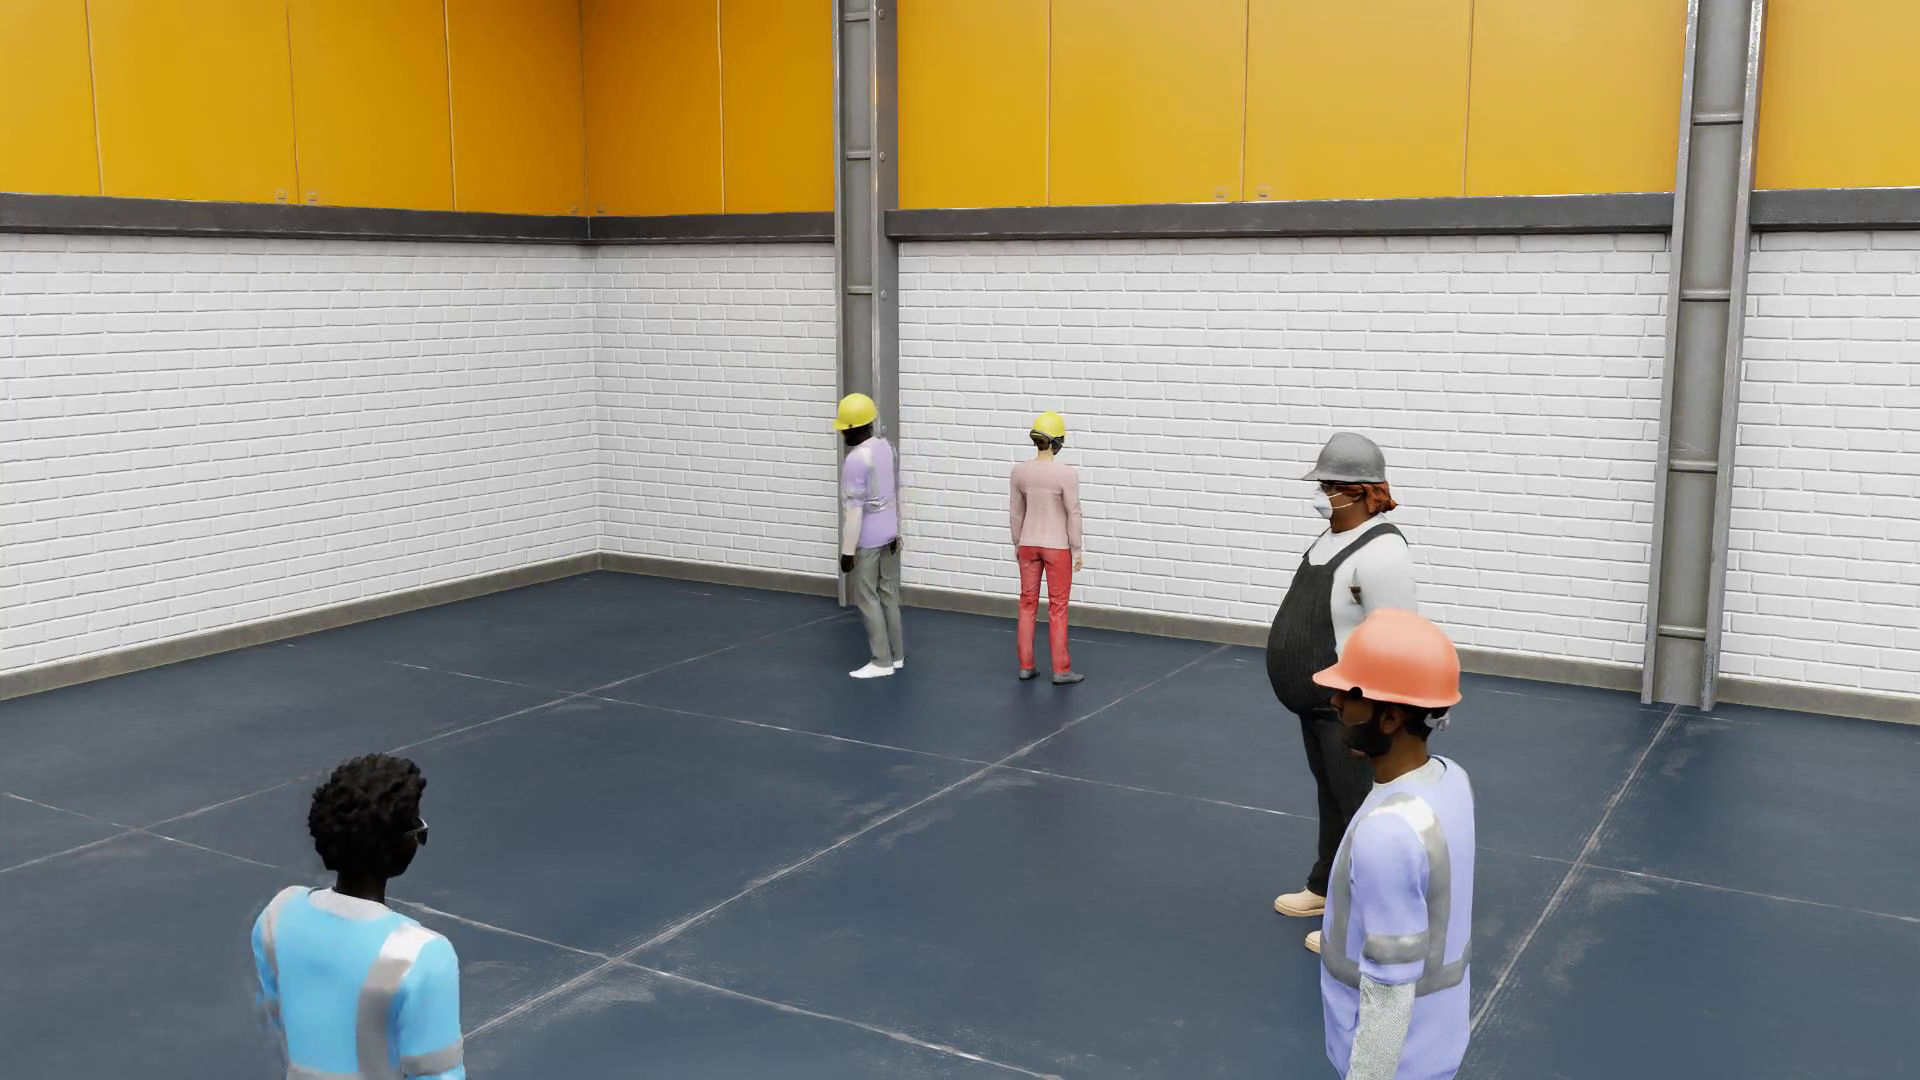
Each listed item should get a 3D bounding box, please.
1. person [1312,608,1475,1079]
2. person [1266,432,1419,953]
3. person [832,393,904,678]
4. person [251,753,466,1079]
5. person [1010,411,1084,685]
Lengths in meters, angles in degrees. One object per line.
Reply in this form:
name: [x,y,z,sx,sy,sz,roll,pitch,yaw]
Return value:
person: [0.922,1.104,3.640,0.354,1.942,0.545,4,10,25]
person: [1.474,0.589,6.544,0.536,2.000,0.672,-1,9,-4]
person: [-0.580,-0.029,10.926,0.361,1.888,0.736,3,10,19]
person: [-1.228,1.267,3.403,0.545,1.682,0.564,5,10,27]
person: [0.564,0.053,10.745,0.523,1.769,0.314,6,11,33]
